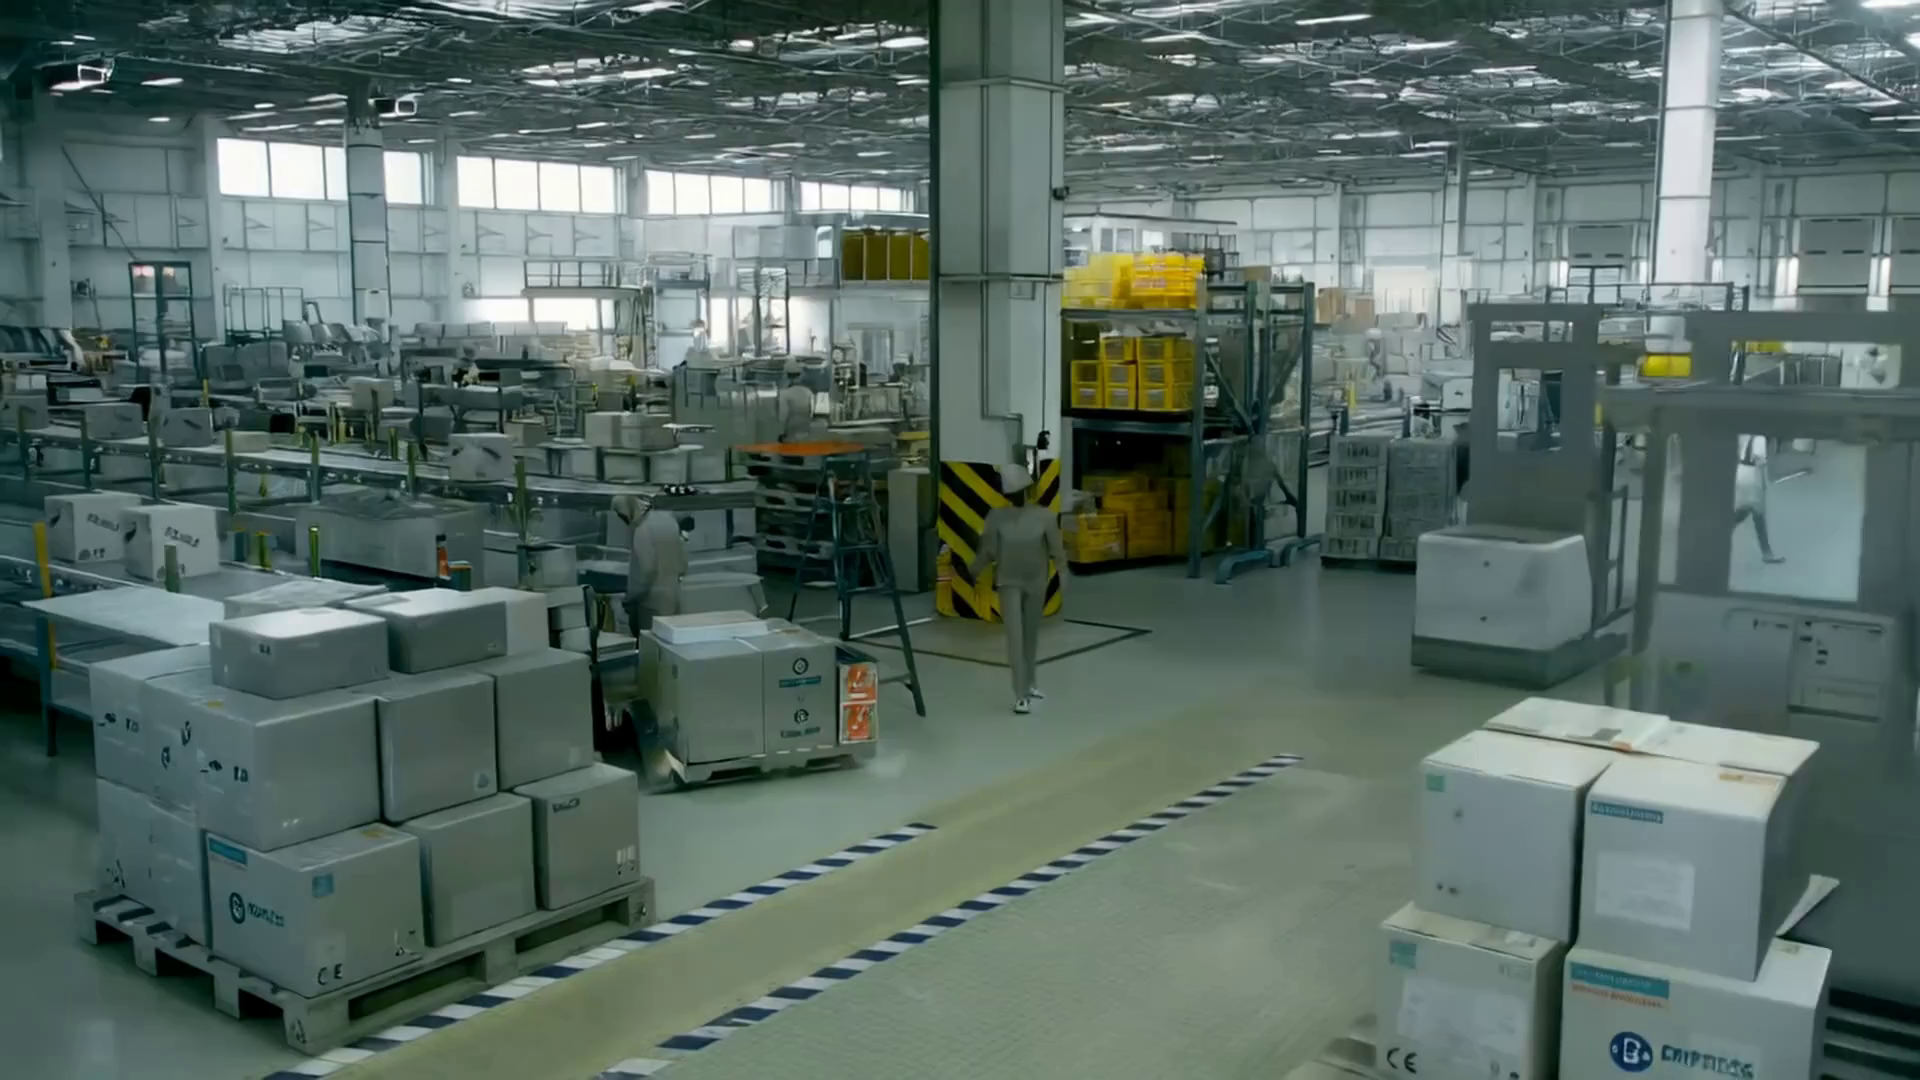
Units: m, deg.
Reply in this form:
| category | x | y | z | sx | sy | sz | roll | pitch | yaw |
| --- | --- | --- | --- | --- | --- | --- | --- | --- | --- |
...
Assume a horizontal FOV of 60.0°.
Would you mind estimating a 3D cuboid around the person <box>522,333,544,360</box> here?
| category | x | y | z | sx | sy | sz | roll | pitch | yaw |
| --- | --- | --- | --- | --- | --- | --- | --- | --- | --- |
| person | -11.141 | -4.524 | 43.798 | 0.950 | 1.856 | 0.742 | 2 | 9 | 11 |

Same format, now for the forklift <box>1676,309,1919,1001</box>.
| category | x | y | z | sx | sy | sz | roll | pitch | yaw |
| --- | --- | --- | --- | --- | --- | --- | --- | --- | --- |
| forklift | 3.581 | 0.402 | 7.190 | 1.129 | 2.768 | 1.873 | 6 | 11 | 37 |

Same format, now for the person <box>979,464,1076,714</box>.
| category | x | y | z | sx | sy | sz | roll | pitch | yaw |
| --- | --- | --- | --- | --- | --- | --- | --- | --- | --- |
| person | 0.476 | 0.333 | 11.517 | 0.657 | 1.712 | 0.839 | -1 | 8 | -5 |

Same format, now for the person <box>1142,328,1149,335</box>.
| category | x | y | z | sx | sy | sz | roll | pitch | yaw |
| --- | --- | --- | --- | --- | --- | --- | --- | --- | --- |
| person | 6.181 | -6.125 | 55.031 | 0.540 | 1.731 | 0.802 | -6 | 10 | -35 |

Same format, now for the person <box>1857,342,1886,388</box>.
| category | x | y | z | sx | sy | sz | roll | pitch | yaw |
| --- | --- | --- | --- | --- | --- | --- | --- | --- | --- |
| person | 19.405 | -3.322 | 35.477 | 0.376 | 1.933 | 0.544 | -5 | 10 | -28 |

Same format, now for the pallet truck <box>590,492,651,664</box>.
| category | x | y | z | sx | sy | sz | roll | pitch | yaw |
| --- | --- | --- | --- | --- | --- | --- | --- | --- | --- |
| pallet truck | -3.115 | 0.344 | 12.883 | 0.653 | 1.274 | 1.630 | 7 | 11 | 37 |

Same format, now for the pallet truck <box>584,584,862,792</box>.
| category | x | y | z | sx | sy | sz | roll | pitch | yaw |
| --- | --- | --- | --- | --- | --- | --- | --- | --- | --- |
| pallet truck | -1.426 | 0.805 | 10.019 | 1.601 | 1.201 | 0.680 | -4 | 9 | -26 |

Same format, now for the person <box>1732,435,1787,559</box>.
| category | x | y | z | sx | sy | sz | roll | pitch | yaw |
| --- | --- | --- | --- | --- | --- | --- | --- | --- | --- |
| person | 8.555 | -0.602 | 18.063 | 0.863 | 1.658 | 0.539 | 2 | 9 | 11 |

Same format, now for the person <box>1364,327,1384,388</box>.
| category | x | y | z | sx | sy | sz | roll | pitch | yaw |
| --- | --- | --- | --- | --- | --- | --- | --- | --- | --- |
| person | 12.467 | -5.535 | 50.637 | 1.021 | 1.868 | 0.595 | 3 | 9 | 21 |

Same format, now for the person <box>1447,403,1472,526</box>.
| category | x | y | z | sx | sy | sz | roll | pitch | yaw |
| --- | --- | --- | --- | --- | --- | --- | --- | --- | --- |
| person | 5.004 | -0.449 | 16.341 | 0.978 | 1.882 | 0.534 | -3 | 9 | -22 |

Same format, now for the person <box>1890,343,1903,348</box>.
| category | x | y | z | sx | sy | sz | roll | pitch | yaw |
| --- | --- | --- | --- | --- | --- | --- | --- | --- | --- |
| person | 30.942 | -6.174 | 54.906 | 0.330 | 1.872 | 0.512 | -7 | 11 | -39 |

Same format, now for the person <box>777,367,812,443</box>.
| category | x | y | z | sx | sy | sz | roll | pitch | yaw |
| --- | --- | --- | --- | --- | --- | --- | --- | --- | --- |
| person | -2.431 | -1.606 | 24.265 | 0.587 | 1.826 | 0.404 | -8 | 12 | -44 |

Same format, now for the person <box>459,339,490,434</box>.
| category | x | y | z | sx | sy | sz | roll | pitch | yaw |
| --- | --- | --- | --- | --- | --- | --- | --- | --- | --- |
| person | -9.623 | -2.995 | 33.122 | 1.054 | 1.976 | 0.625 | 4 | 9 | 26 |

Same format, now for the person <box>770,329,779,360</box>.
| category | x | y | z | sx | sy | sz | roll | pitch | yaw |
| --- | --- | --- | --- | --- | --- | --- | --- | --- | --- |
| person | -6.936 | -7.213 | 62.001 | 0.345 | 1.845 | 0.507 | 5 | 10 | 29 |

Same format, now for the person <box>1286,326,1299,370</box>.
| category | x | y | z | sx | sy | sz | roll | pitch | yaw |
| --- | --- | --- | --- | --- | --- | --- | --- | --- | --- |
| person | 12.158 | -6.991 | 60.984 | 0.859 | 1.709 | 0.493 | -2 | 9 | -14 |

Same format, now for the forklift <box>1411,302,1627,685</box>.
| category | x | y | z | sx | sy | sz | roll | pitch | yaw |
| --- | --- | --- | --- | --- | --- | --- | --- | --- | --- |
| forklift | 4.379 | -0.438 | 12.852 | 1.129 | 2.768 | 1.873 | 7 | 11 | 37 |

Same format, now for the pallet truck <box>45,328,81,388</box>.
| category | x | y | z | sx | sy | sz | roll | pitch | yaw |
| --- | --- | --- | --- | --- | --- | --- | --- | --- | --- |
| pallet truck | -23.775 | -4.544 | 43.495 | 1.885 | 1.965 | 0.823 | 6 | 10 | 35 |

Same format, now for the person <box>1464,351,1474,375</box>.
| category | x | y | z | sx | sy | sz | roll | pitch | yaw |
| --- | --- | --- | --- | --- | --- | --- | --- | --- | --- |
| person | 12.019 | -3.664 | 38.804 | 0.537 | 1.618 | 0.358 | 7 | 11 | 40 |

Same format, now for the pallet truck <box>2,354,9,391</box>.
| category | x | y | z | sx | sy | sz | roll | pitch | yaw |
| --- | --- | --- | --- | --- | --- | --- | --- | --- | --- |
| pallet truck | -24.881 | -4.417 | 42.634 | 1.885 | 1.965 | 0.823 | 8 | 11 | 41 |

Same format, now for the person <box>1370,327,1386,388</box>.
| category | x | y | z | sx | sy | sz | roll | pitch | yaw |
| --- | --- | --- | --- | --- | --- | --- | --- | --- | --- |
| person | 12.315 | -5.344 | 49.151 | 0.623 | 1.923 | 1.000 | -8 | 12 | -44 |
